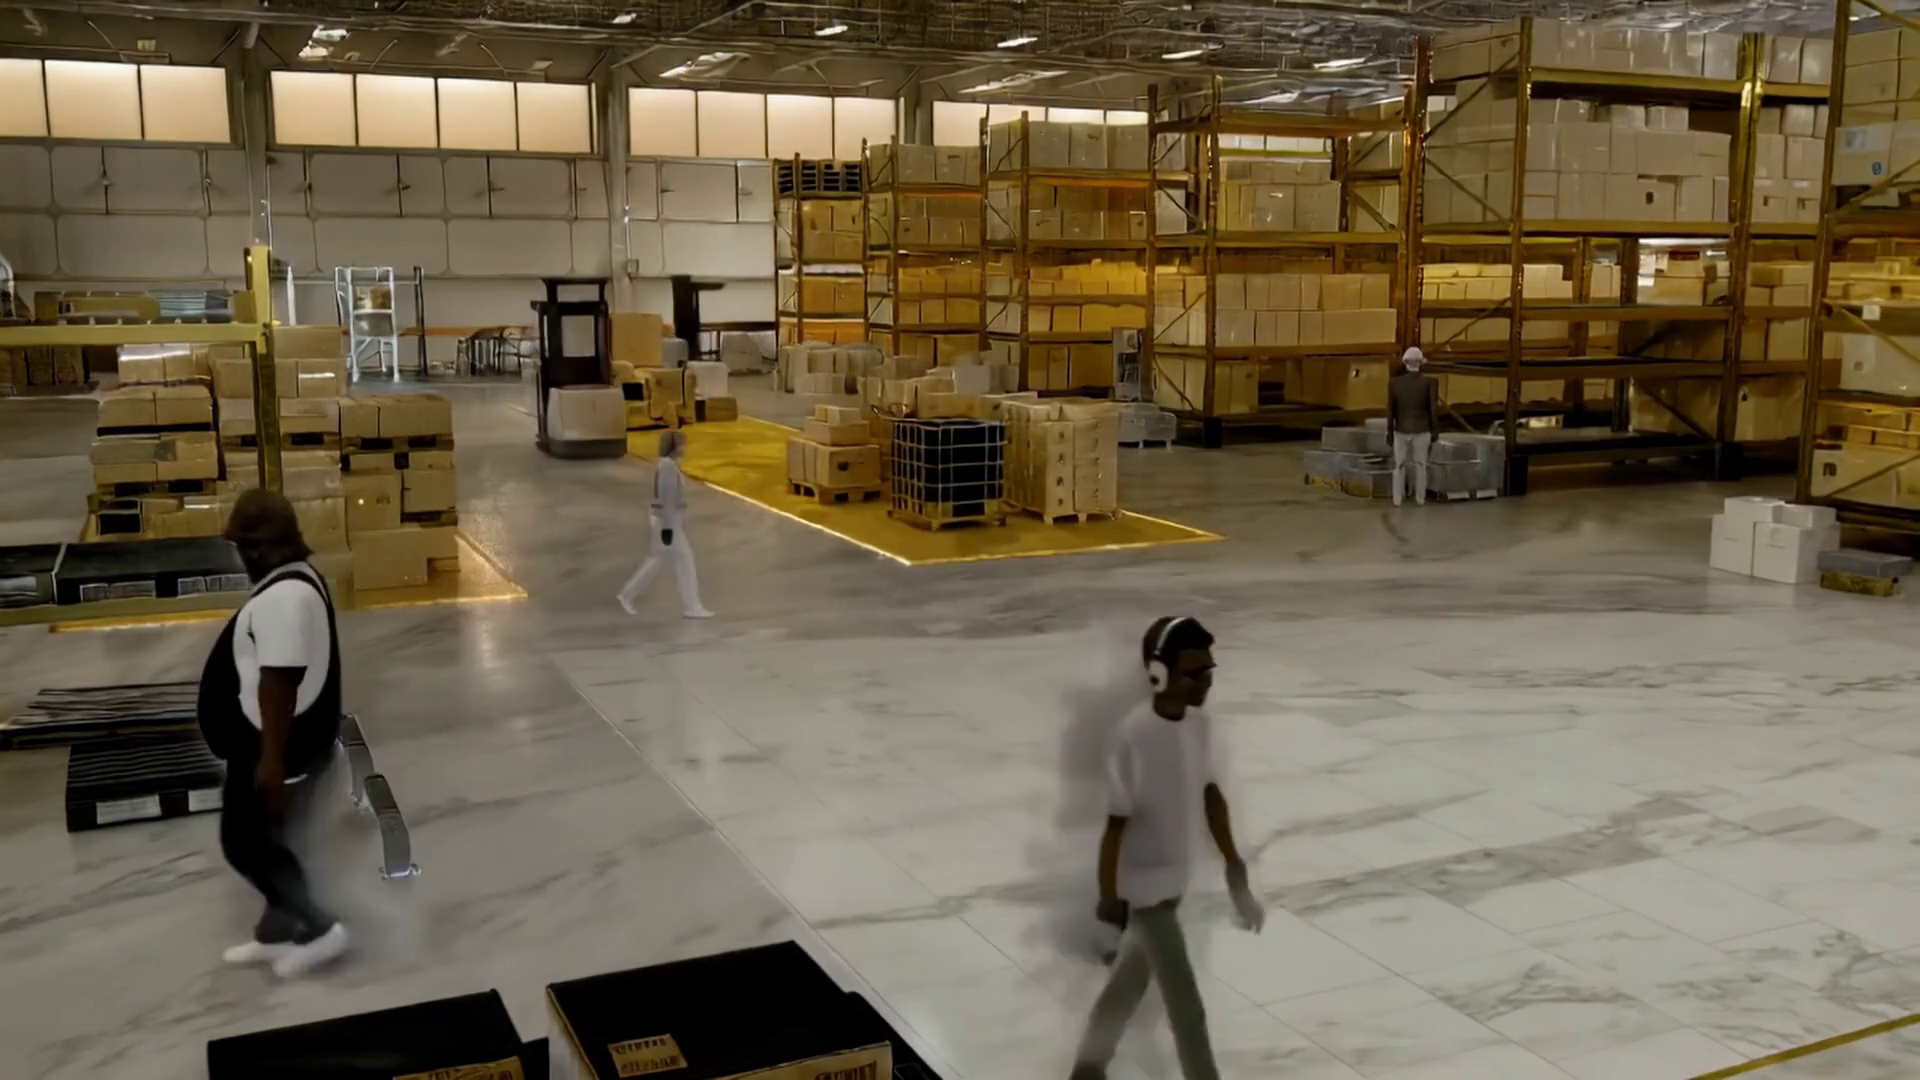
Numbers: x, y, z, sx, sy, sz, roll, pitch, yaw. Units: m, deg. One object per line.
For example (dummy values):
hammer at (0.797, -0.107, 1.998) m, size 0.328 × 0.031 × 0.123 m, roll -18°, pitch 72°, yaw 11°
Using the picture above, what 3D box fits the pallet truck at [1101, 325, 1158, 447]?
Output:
pallet truck at (2.881, -2.596, 27.923) m, size 0.823 × 1.965 × 1.885 m, roll -1°, pitch 9°, yaw -7°

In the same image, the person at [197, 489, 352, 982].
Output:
person at (-2.805, 0.790, 6.783) m, size 0.537 × 2.000 × 0.723 m, roll -2°, pitch 9°, yaw -13°

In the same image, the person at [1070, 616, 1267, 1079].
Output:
person at (0.721, 1.136, 5.311) m, size 0.971 × 1.818 × 0.543 m, roll 6°, pitch 11°, yaw 34°

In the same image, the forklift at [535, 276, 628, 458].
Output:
forklift at (-6.018, -2.772, 26.287) m, size 1.129 × 2.768 × 1.873 m, roll -4°, pitch 10°, yaw -25°

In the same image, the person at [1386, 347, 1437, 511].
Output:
person at (5.451, -1.334, 20.105) m, size 0.608 × 1.995 × 0.377 m, roll 1°, pitch 9°, yaw 8°

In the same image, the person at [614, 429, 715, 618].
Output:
person at (-2.483, -0.127, 13.831) m, size 0.774 × 1.607 × 0.521 m, roll -2°, pitch 9°, yaw -12°

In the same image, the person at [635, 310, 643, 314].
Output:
person at (-8.220, -4.937, 42.713) m, size 0.558 × 1.915 × 0.712 m, roll 1°, pitch 9°, yaw 6°

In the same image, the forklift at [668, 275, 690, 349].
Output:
forklift at (-6.954, -5.232, 41.549) m, size 1.873 × 2.768 × 1.129 m, roll 0°, pitch 9°, yaw 1°
